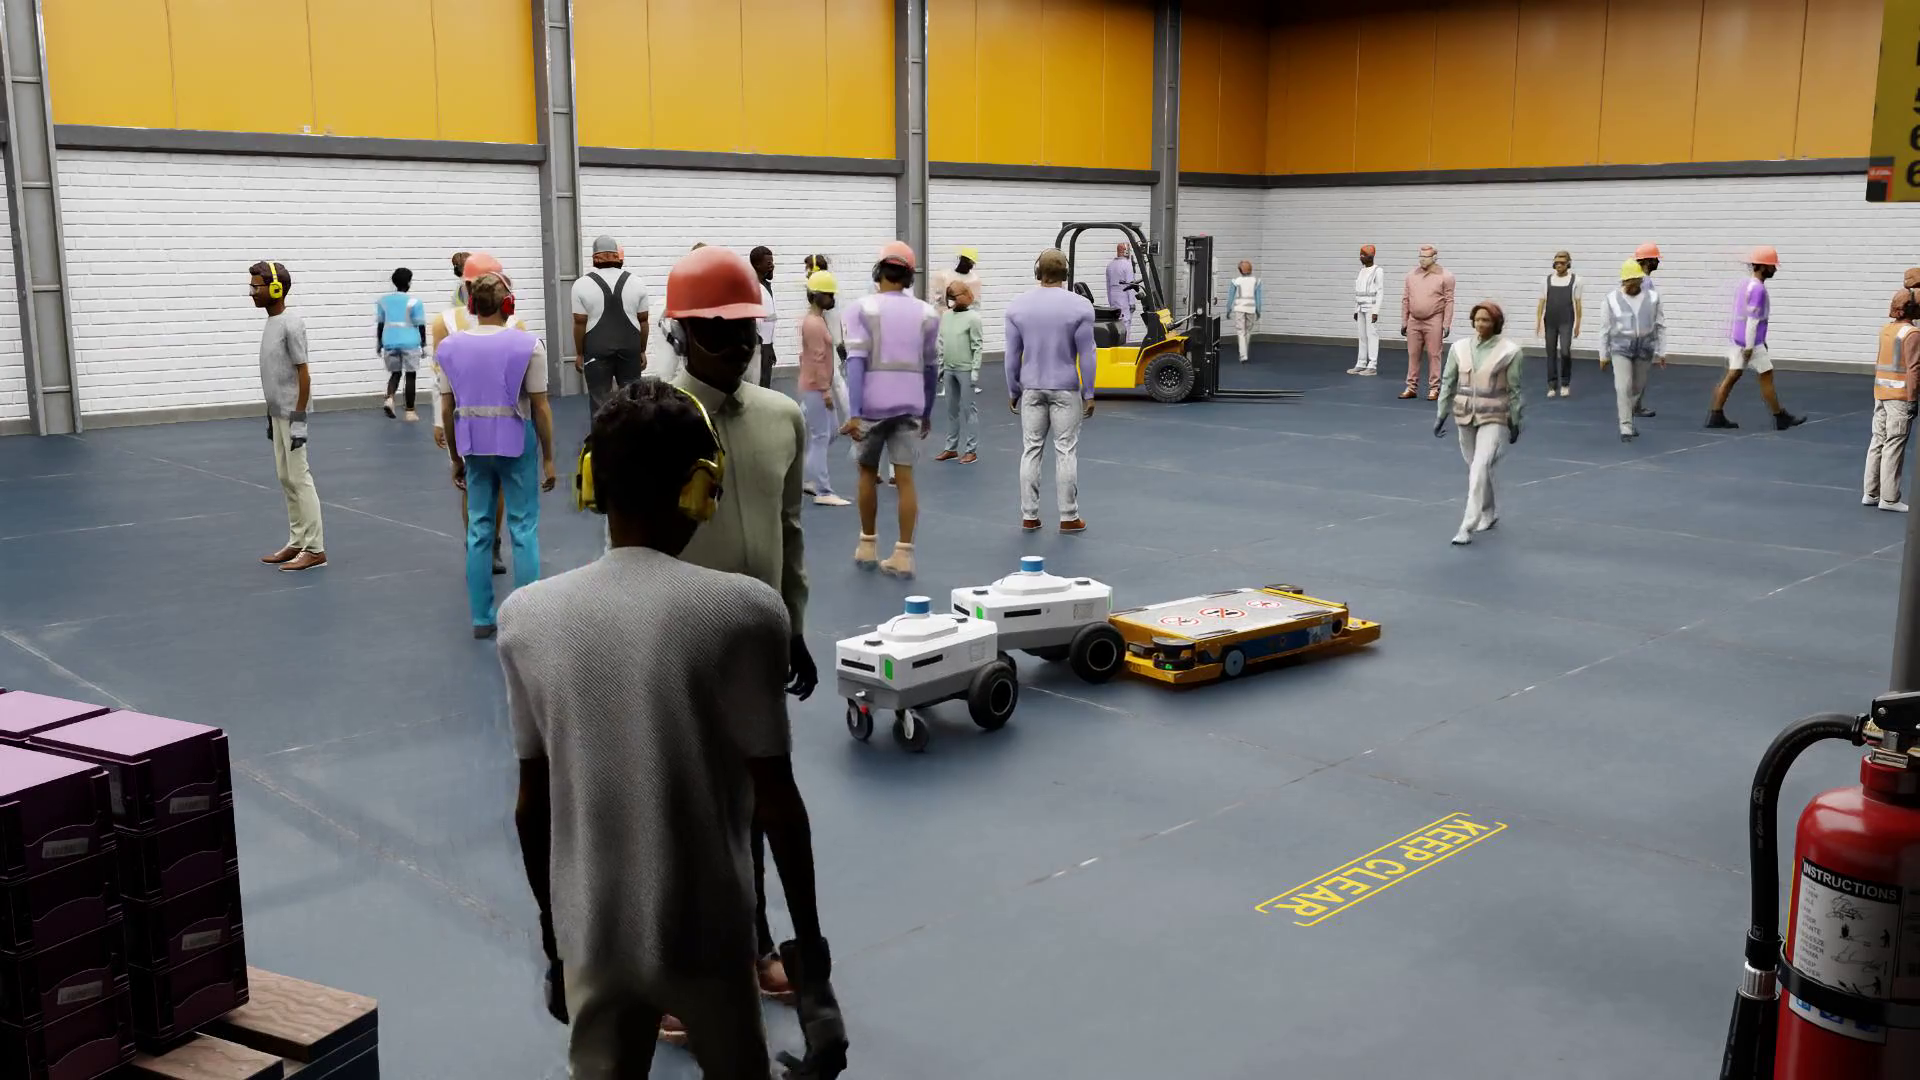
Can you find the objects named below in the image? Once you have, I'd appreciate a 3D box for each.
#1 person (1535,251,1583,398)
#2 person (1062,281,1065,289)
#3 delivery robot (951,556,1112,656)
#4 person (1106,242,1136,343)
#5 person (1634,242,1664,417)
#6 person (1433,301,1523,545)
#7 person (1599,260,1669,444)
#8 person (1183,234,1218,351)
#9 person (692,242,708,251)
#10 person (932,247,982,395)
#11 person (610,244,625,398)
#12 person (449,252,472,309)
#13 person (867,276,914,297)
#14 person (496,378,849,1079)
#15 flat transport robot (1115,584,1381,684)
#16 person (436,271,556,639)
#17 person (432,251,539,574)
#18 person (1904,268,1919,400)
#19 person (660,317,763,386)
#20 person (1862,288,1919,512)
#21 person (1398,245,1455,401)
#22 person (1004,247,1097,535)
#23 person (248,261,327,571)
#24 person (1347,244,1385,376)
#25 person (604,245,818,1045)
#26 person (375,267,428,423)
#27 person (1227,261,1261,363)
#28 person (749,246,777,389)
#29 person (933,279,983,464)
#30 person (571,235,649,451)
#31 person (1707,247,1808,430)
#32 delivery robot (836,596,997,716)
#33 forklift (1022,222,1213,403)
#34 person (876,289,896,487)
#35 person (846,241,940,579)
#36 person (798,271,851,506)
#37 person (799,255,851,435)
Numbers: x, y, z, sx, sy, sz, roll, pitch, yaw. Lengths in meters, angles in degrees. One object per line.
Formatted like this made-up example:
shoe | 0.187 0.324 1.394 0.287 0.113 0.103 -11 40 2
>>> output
person | 7.433 -2.670 20.680 0.502 1.828 0.491 6 12 31
person | 1.278 -3.021 22.791 0.327 1.760 0.524 -3 11 -16
delivery robot | 0.325 0.319 7.602 0.707 0.478 0.477 -5 11 -23
person | 2.655 -3.881 27.070 0.407 1.910 0.638 -7 12 -32
person | 7.652 -2.355 18.656 0.354 1.942 0.545 2 11 10
person | 3.497 -0.803 11.150 0.520 1.594 0.871 9 14 41
person | 6.637 -1.866 16.462 0.644 1.796 0.819 1 10 7
person | 4.190 -4.298 28.980 0.614 2.039 0.394 3 11 17
person | -3.160 -2.724 20.694 0.373 1.935 0.628 1 10 7
person | -0.035 -2.767 21.117 0.680 1.880 0.387 -2 11 -8
person | -3.636 -2.156 17.582 0.552 1.935 0.360 -3 11 -16
person | -5.457 -2.267 18.469 0.430 1.839 0.619 -2 11 -9
person | -0.882 -2.768 21.201 0.595 1.832 0.739 1 10 7
person | -0.437 0.648 2.693 0.596 1.795 1.008 2 11 9
flat transport robot | 1.313 0.432 8.020 1.431 0.197 0.652 -8 13 -37
person | -2.303 -0.406 8.298 0.566 1.843 0.389 1 10 6
person | -2.759 -0.718 9.768 0.578 1.920 0.654 -5 12 -28
person | 11.540 -2.479 20.173 0.292 1.632 0.502 9 14 42
person | -1.659 -0.917 10.944 0.742 1.904 0.375 -3 11 -14
person | 6.903 -1.029 12.251 0.308 1.639 0.524 1 10 4
person | 5.719 -2.666 20.454 0.651 1.904 0.401 8 13 38
person | 0.619 -1.002 11.283 0.636 1.938 0.358 4 11 19
person | -4.087 -0.743 10.079 0.310 1.864 0.533 -8 13 -38
person | 5.898 -3.326 24.101 0.354 1.887 0.573 -4 11 -19
person | -0.617 0.259 4.254 0.612 1.995 0.392 -10 14 -43
person | -6.037 -2.101 17.974 0.576 1.675 0.389 1 10 6
person | 4.528 -3.632 26.522 0.531 1.622 0.634 -2 11 -10
person | -1.910 -1.836 15.891 0.391 1.920 0.593 1 10 7
person | -0.012 -1.499 14.827 0.497 1.633 0.278 10 14 43
person | -3.118 -1.699 14.811 0.676 2.000 0.536 -4 11 -21
person | 8.328 -2.081 17.296 0.971 1.884 0.571 2 11 10
delivery robot | -0.172 0.472 6.767 0.477 0.478 0.707 9 14 40
forklift | 1.935 -2.847 20.651 2.313 2.155 1.214 2 11 13
person | -0.598 -1.234 13.411 0.514 1.621 0.328 5 11 24
person | -0.415 -0.792 10.014 0.651 1.979 0.811 -4 11 -23
person | -1.023 -1.124 12.451 0.373 1.764 0.535 0 10 0
person | -1.461 -1.960 16.841 0.990 1.812 0.532 2 11 10
